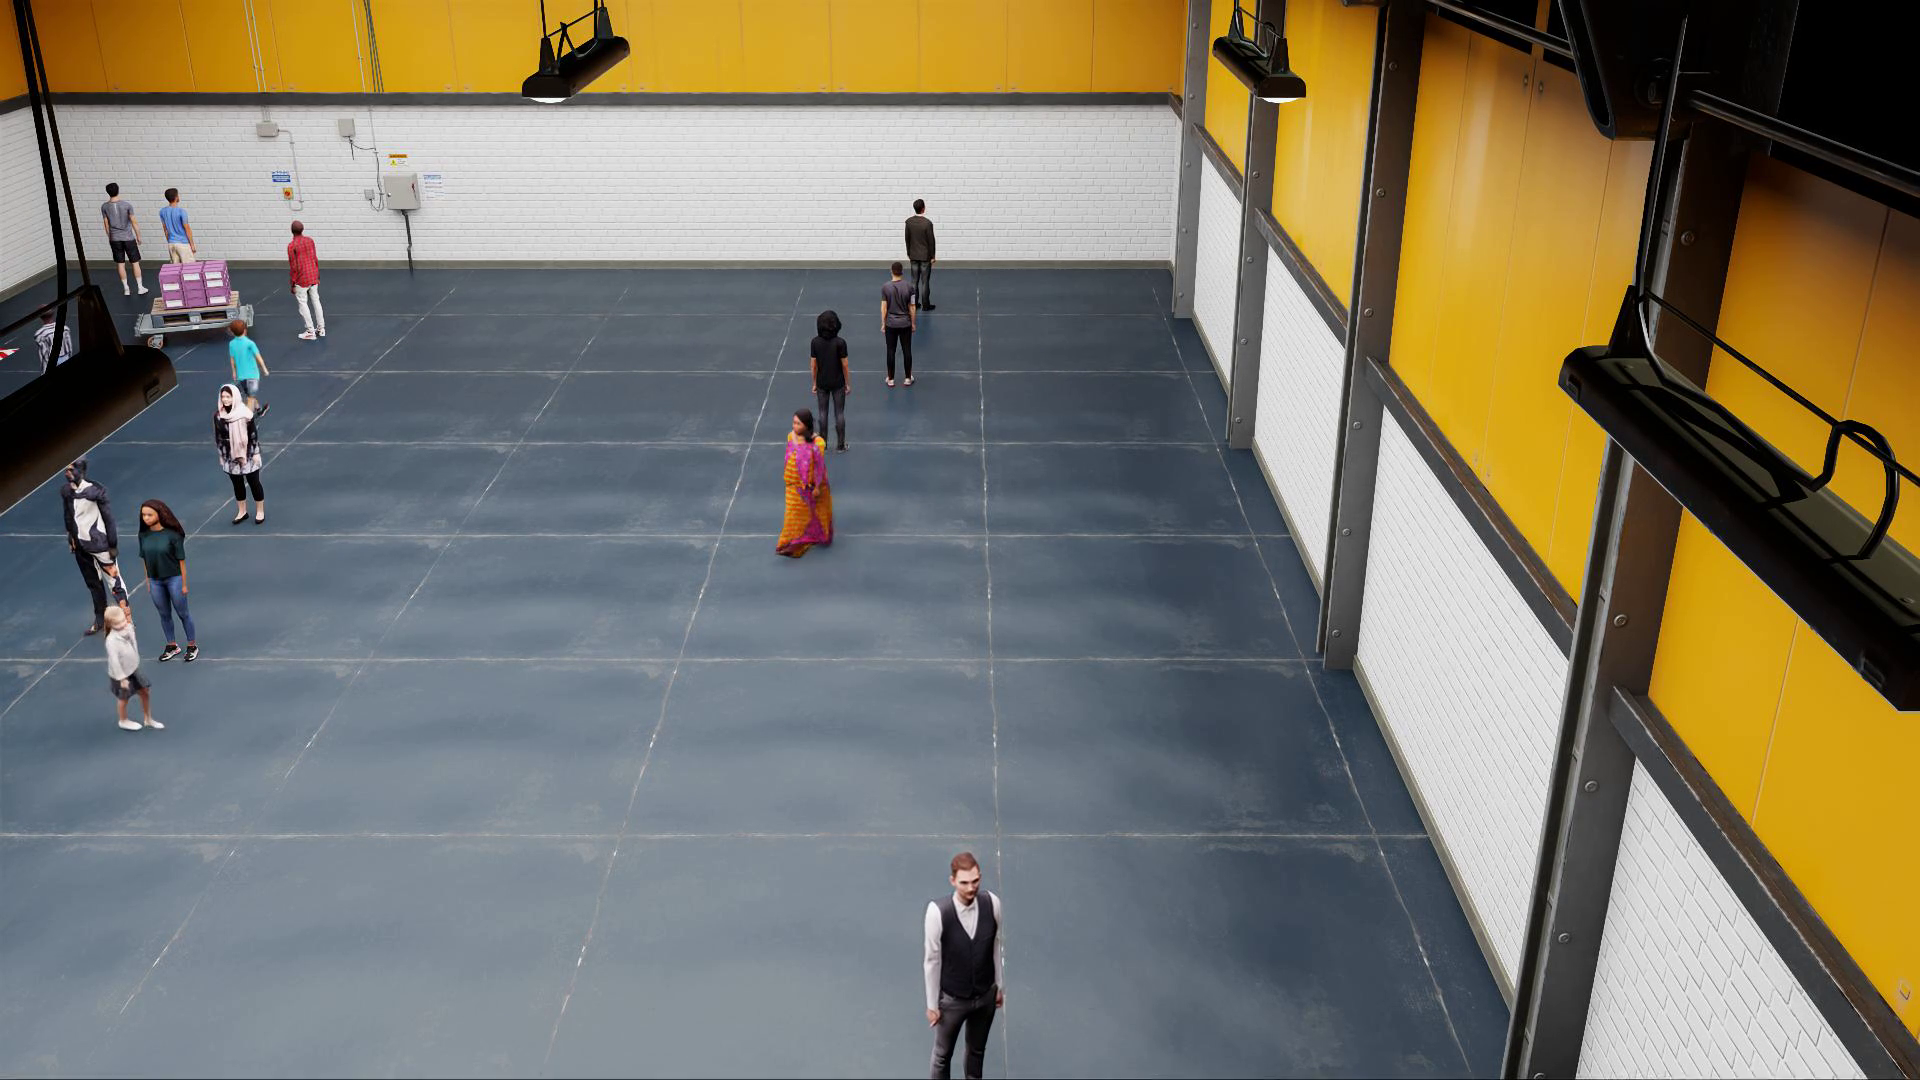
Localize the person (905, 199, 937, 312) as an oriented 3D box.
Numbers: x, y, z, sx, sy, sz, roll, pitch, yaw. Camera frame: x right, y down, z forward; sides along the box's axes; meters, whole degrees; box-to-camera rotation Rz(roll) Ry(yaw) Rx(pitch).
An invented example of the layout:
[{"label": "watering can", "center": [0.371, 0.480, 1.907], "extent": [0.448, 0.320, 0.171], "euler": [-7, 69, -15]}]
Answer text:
[{"label": "person", "center": [-0.639, -4.624, 26.930], "extent": [0.748, 1.805, 0.710], "euler": [11, 26, 24]}]

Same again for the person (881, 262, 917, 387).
[{"label": "person", "center": [-0.871, -3.033, 23.342], "extent": [0.655, 1.764, 0.552], "euler": [-2, 24, -4]}]

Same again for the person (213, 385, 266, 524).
[{"label": "person", "center": [-8.143, -0.984, 18.814], "extent": [0.623, 1.637, 0.613], "euler": [-1, 24, -2]}]

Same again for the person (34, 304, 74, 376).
[{"label": "person", "center": [-11.514, -2.154, 21.291], "extent": [0.753, 1.796, 0.609], "euler": [10, 26, 22]}]

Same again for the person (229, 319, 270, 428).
[{"label": "person", "center": [-9.346, -2.143, 21.747], "extent": [0.663, 1.411, 1.004], "euler": [5, 24, 11]}]

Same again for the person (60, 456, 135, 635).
[{"label": "person", "center": [-8.411, 0.037, 16.160], "extent": [0.737, 1.891, 0.677], "euler": [5, 24, 12]}]

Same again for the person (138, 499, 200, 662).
[{"label": "person", "center": [-7.505, 0.369, 15.744], "extent": [0.597, 1.617, 0.591], "euler": [1, 24, 3]}]

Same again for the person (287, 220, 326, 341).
[{"label": "person", "center": [-10.039, -4.003, 25.492], "extent": [0.820, 1.820, 0.701], "euler": [14, 27, 28]}]

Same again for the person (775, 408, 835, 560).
[{"label": "person", "center": [-1.620, -0.666, 18.048], "extent": [1.025, 1.668, 1.240], "euler": [13, 27, 27]}]

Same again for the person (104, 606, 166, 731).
[{"label": "person", "center": [-7.307, 1.116, 14.499], "extent": [0.680, 1.244, 0.666], "euler": [4, 24, 9]}]

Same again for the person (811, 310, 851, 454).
[{"label": "person", "center": [-1.630, -1.992, 20.872], "extent": [0.664, 1.835, 0.562], "euler": [3, 24, 7]}]

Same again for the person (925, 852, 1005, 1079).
[{"label": "person", "center": [0.026, 2.700, 10.009], "extent": [0.737, 1.938, 0.701], "euler": [-10, 25, -21]}]

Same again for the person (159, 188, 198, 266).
[{"label": "person", "center": [-12.854, -4.859, 27.396], "extent": [0.689, 1.862, 0.611], "euler": [4, 24, 10]}]

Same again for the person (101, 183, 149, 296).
[{"label": "person", "center": [-13.994, -5.031, 27.779], "extent": [0.712, 1.871, 0.635], "euler": [-6, 24, -14]}]
